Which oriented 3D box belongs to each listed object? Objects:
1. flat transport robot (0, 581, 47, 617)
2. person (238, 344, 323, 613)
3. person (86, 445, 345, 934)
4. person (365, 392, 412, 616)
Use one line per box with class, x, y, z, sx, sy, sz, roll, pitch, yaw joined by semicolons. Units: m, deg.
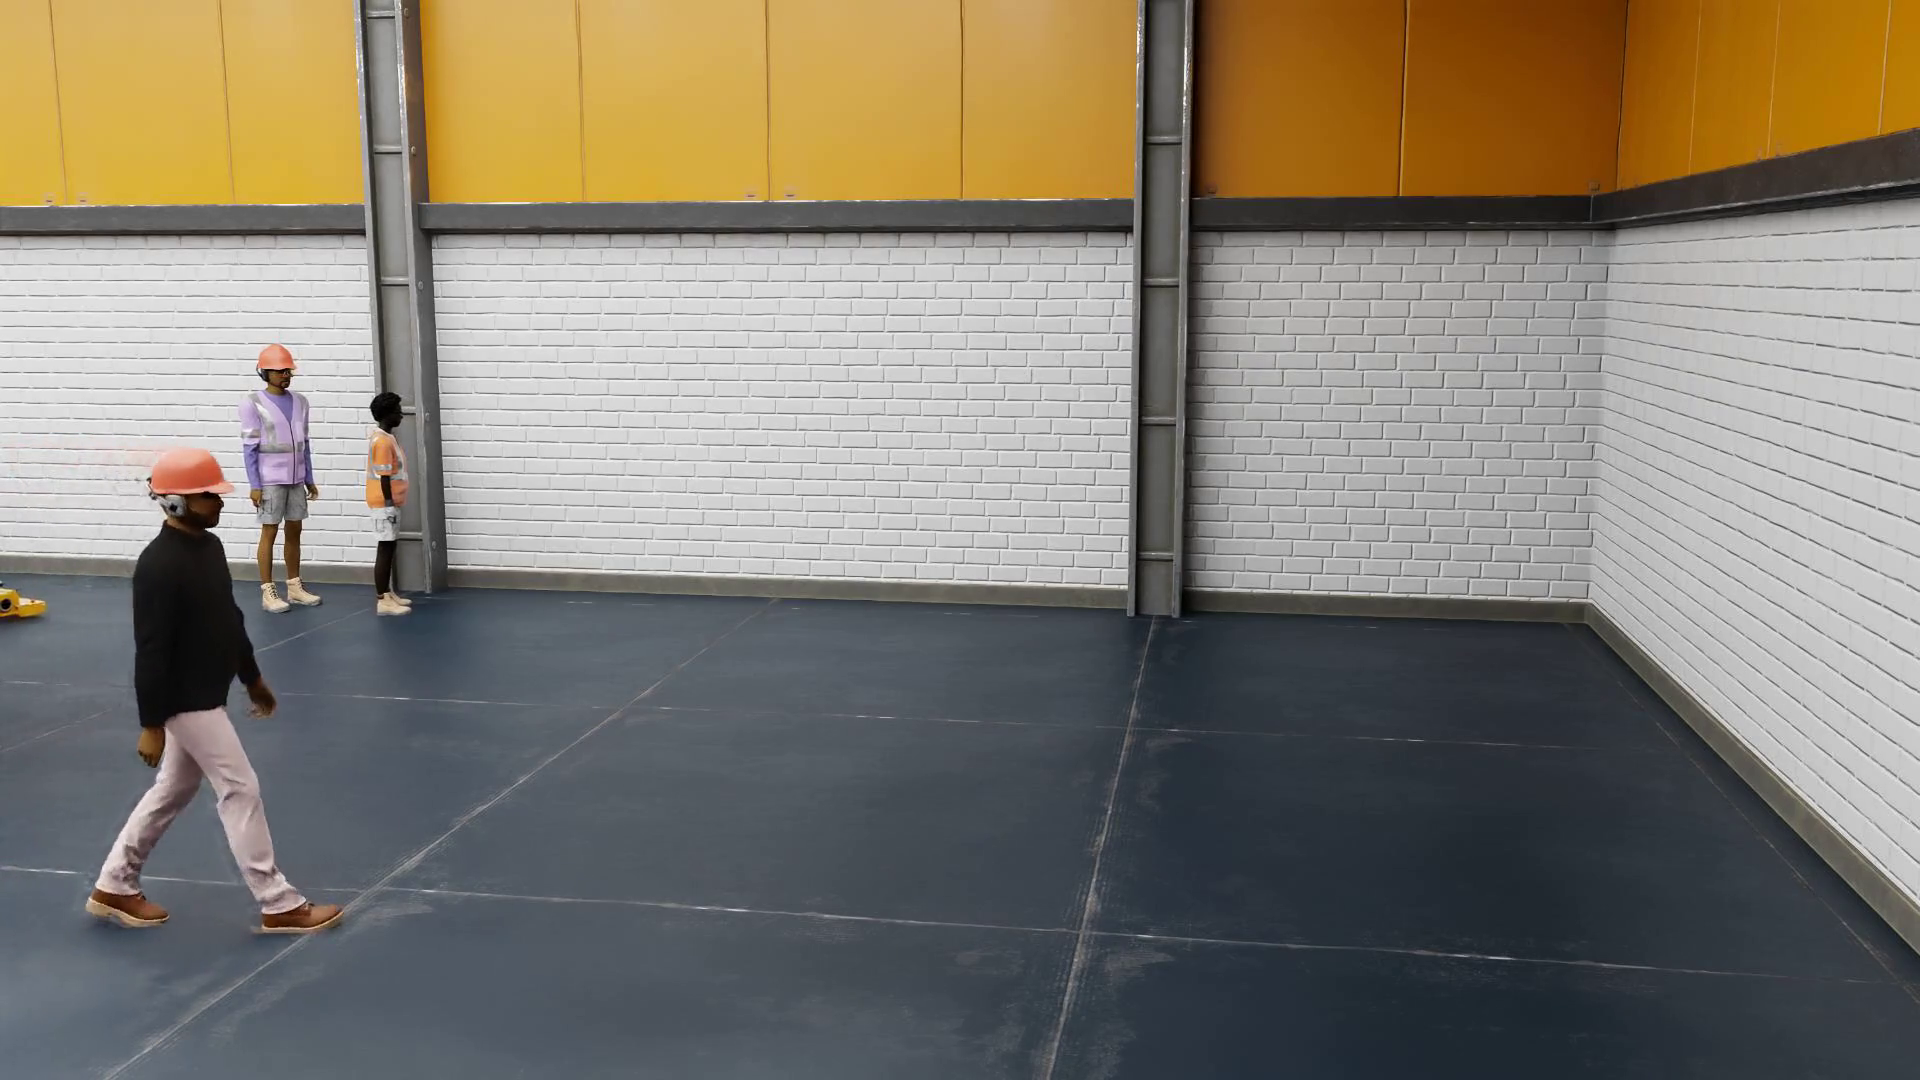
flat transport robot;-7.517;0.523;12.065;0.652;0.197;1.431;5;11;29
person;-5.197;-0.475;12.772;0.372;2.044;0.607;5;10;27
person;-3.000;0.596;6.479;1.005;1.952;0.618;-1;9;-9
person;-4.344;-0.276;12.634;0.319;1.693;0.536;-3;10;-15
